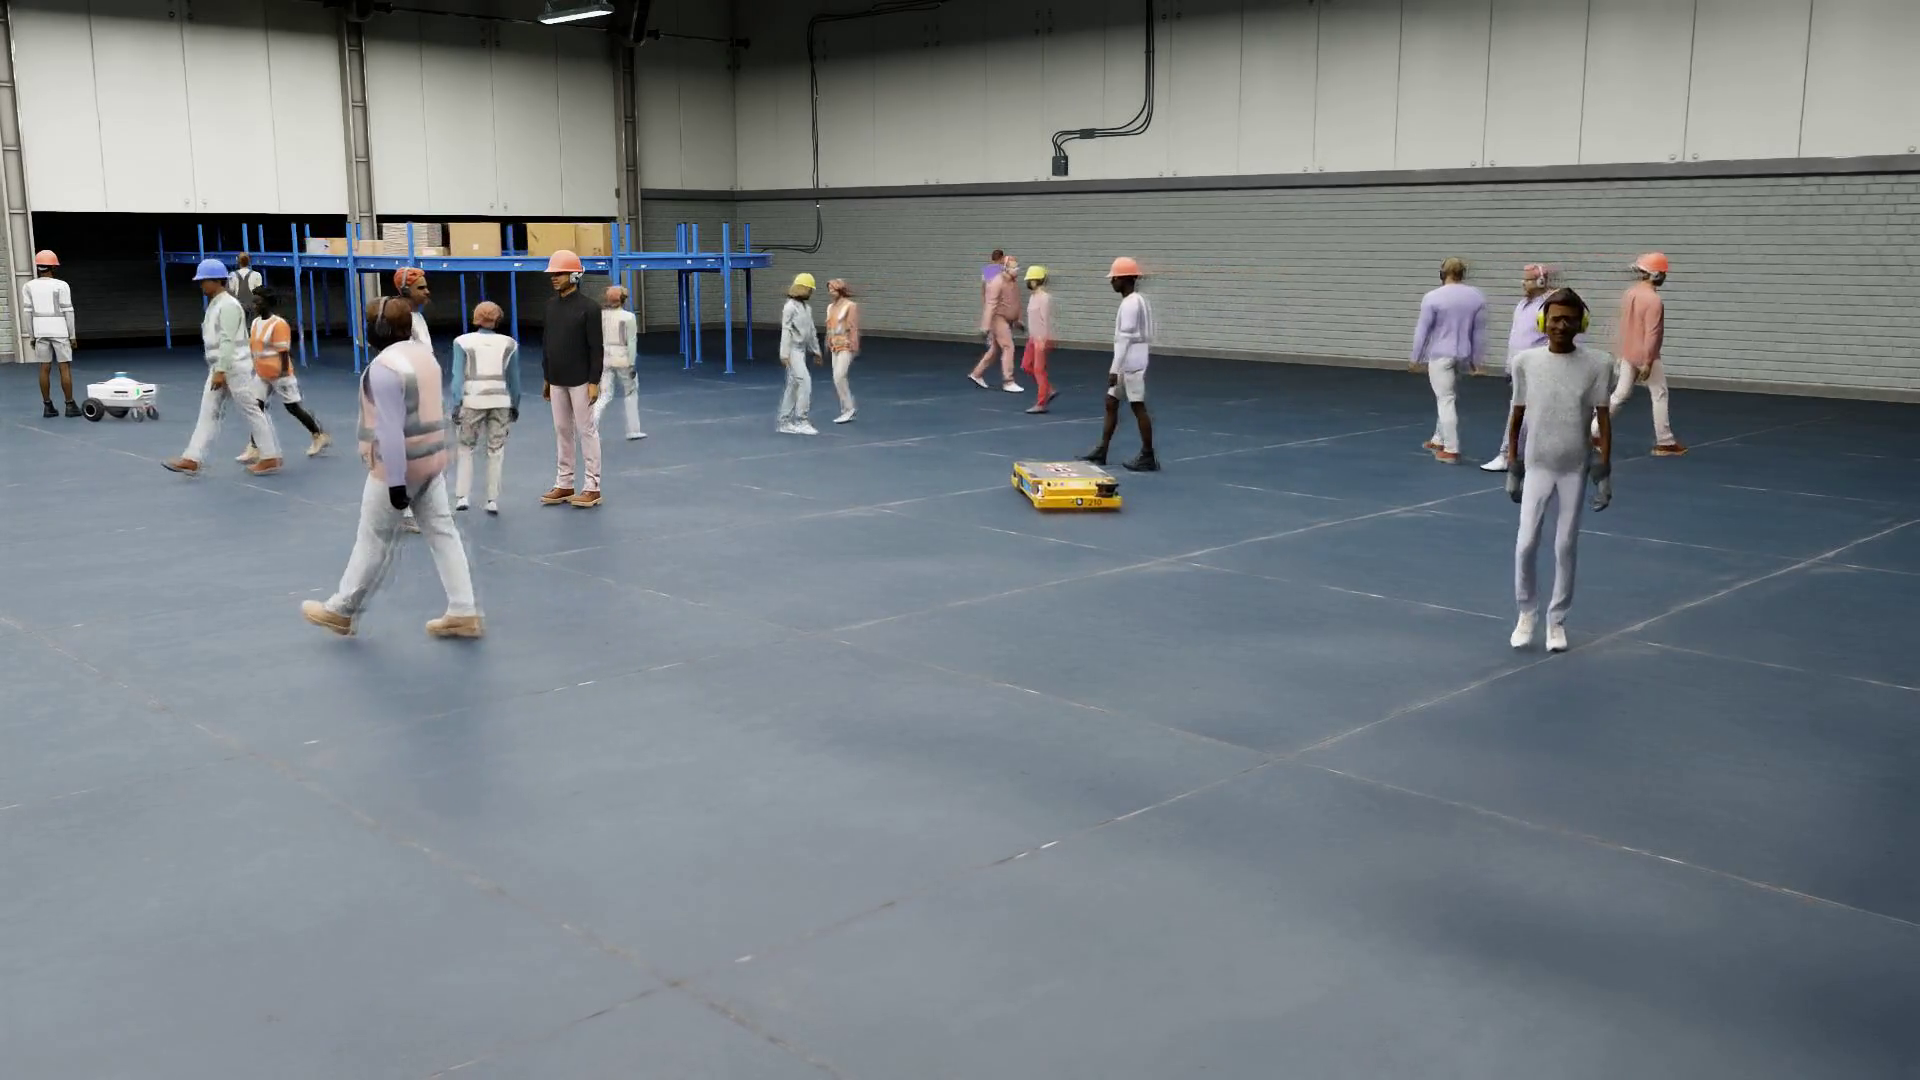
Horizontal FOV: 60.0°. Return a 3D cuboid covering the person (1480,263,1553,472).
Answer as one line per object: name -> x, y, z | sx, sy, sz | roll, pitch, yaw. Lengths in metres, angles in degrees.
person -> 5.209, -1.563, 15.034 | 0.958, 1.869, 0.655 | -2, 11, -9

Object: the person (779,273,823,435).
person -> -1.692, -1.979, 17.731 | 0.657, 1.702, 0.541 | 4, 11, 19

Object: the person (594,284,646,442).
person -> -3.556, -1.807, 17.063 | 0.524, 1.615, 0.757 | 5, 11, 25

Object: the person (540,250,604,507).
person -> -3.053, -1.264, 13.044 | 0.609, 1.995, 0.378 | 7, 12, 32

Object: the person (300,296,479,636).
person -> -3.005, -0.376, 8.752 | 0.974, 1.787, 0.643 | 2, 11, 9

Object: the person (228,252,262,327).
person -> -11.362, -3.667, 26.553 | 0.514, 1.846, 0.336 | -2, 11, -11

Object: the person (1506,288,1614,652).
person -> 3.036, -0.340, 8.420 | 0.530, 1.853, 0.523 | 4, 11, 21

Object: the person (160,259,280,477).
person -> -6.480, -1.489, 14.519 | 0.986, 1.891, 0.618 | -9, 14, -42

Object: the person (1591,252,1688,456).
person -> 6.541, -1.791, 16.029 | 0.996, 1.958, 0.605 | -2, 11, -8

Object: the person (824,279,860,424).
person -> -1.354, -2.119, 18.705 | 0.405, 1.621, 0.544 | -8, 13, -37

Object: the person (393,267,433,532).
person -> -3.950, -1.019, 12.020 | 0.357, 1.881, 0.574 | -1, 10, -4

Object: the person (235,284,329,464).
person -> -6.425, -1.583, 15.710 | 0.529, 1.664, 0.868 | 7, 13, 35

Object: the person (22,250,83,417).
person -> -10.626, -2.416, 19.479 | 0.543, 1.939, 0.370 | 0, 10, -1

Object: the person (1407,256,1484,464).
person -> 4.529, -1.708, 15.719 | 0.634, 1.909, 0.866 | -4, 11, -22

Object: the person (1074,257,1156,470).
person -> 1.394, -1.583, 15.013 | 0.860, 1.904, 0.575 | 1, 10, 7

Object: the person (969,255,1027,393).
person -> 0.489, -2.963, 22.729 | 0.884, 1.856, 0.664 | 5, 11, 24

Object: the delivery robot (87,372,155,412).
delivery robot -> -9.662, -1.693, 19.172 | 0.707, 0.478, 0.477 | 2, 11, 12

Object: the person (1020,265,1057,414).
person -> 0.937, -2.389, 19.851 | 0.394, 1.755, 0.524 | -3, 11, -18

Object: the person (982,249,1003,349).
person -> 0.677, -4.509, 31.146 | 0.571, 1.843, 0.373 | 5, 11, 23

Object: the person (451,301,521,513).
person -> -3.611, -1.015, 12.718 | 0.549, 1.607, 0.412 | -6, 12, -28

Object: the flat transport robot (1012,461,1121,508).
flat transport robot -> 0.842, -0.464, 13.505 | 0.652, 0.197, 1.431 | -1, 10, -6
